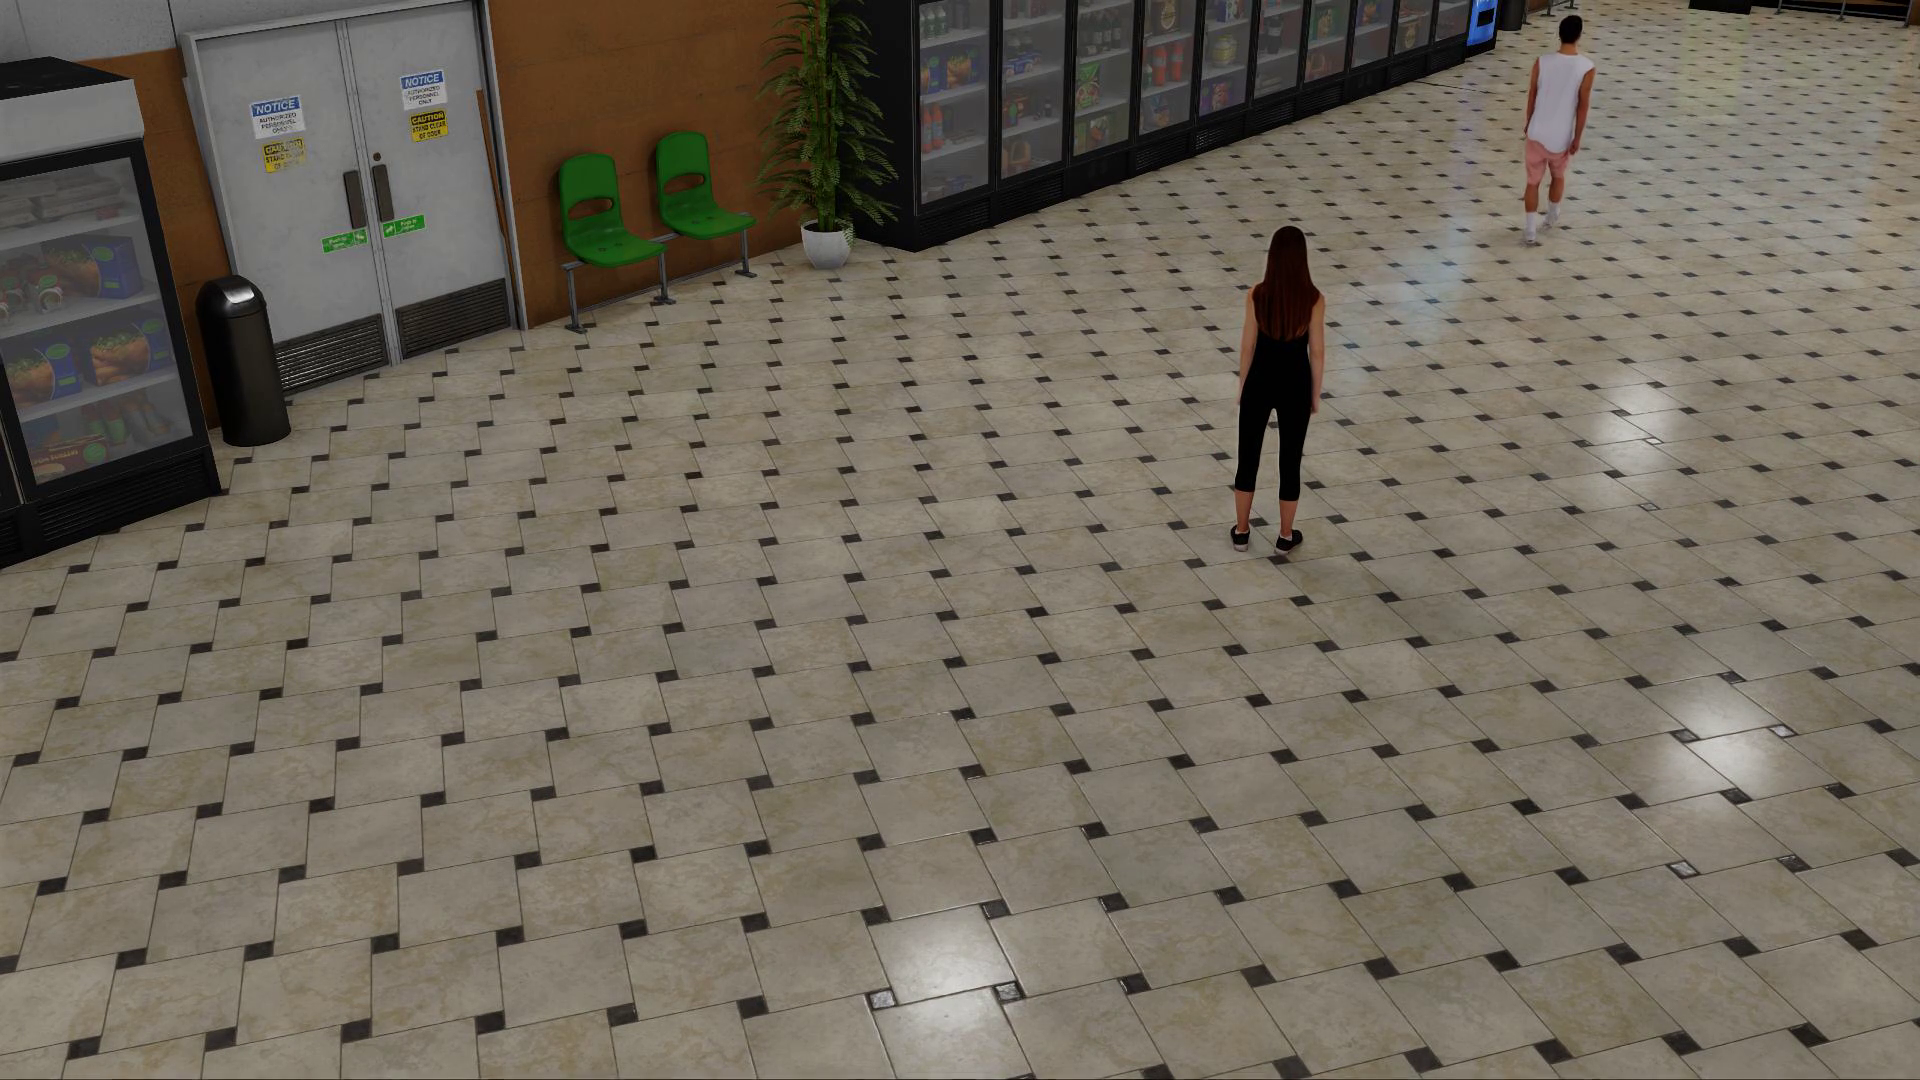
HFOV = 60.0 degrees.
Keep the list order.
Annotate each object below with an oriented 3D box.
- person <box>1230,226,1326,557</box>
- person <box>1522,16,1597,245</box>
[{"bbox_3d":[1.599,-0.747,8.426,0.572,1.726,0.700,8,28,15],"label":"person"},{"bbox_3d":[4.712,-3.234,13.304,1.033,1.751,0.901,10,28,19],"label":"person"}]
